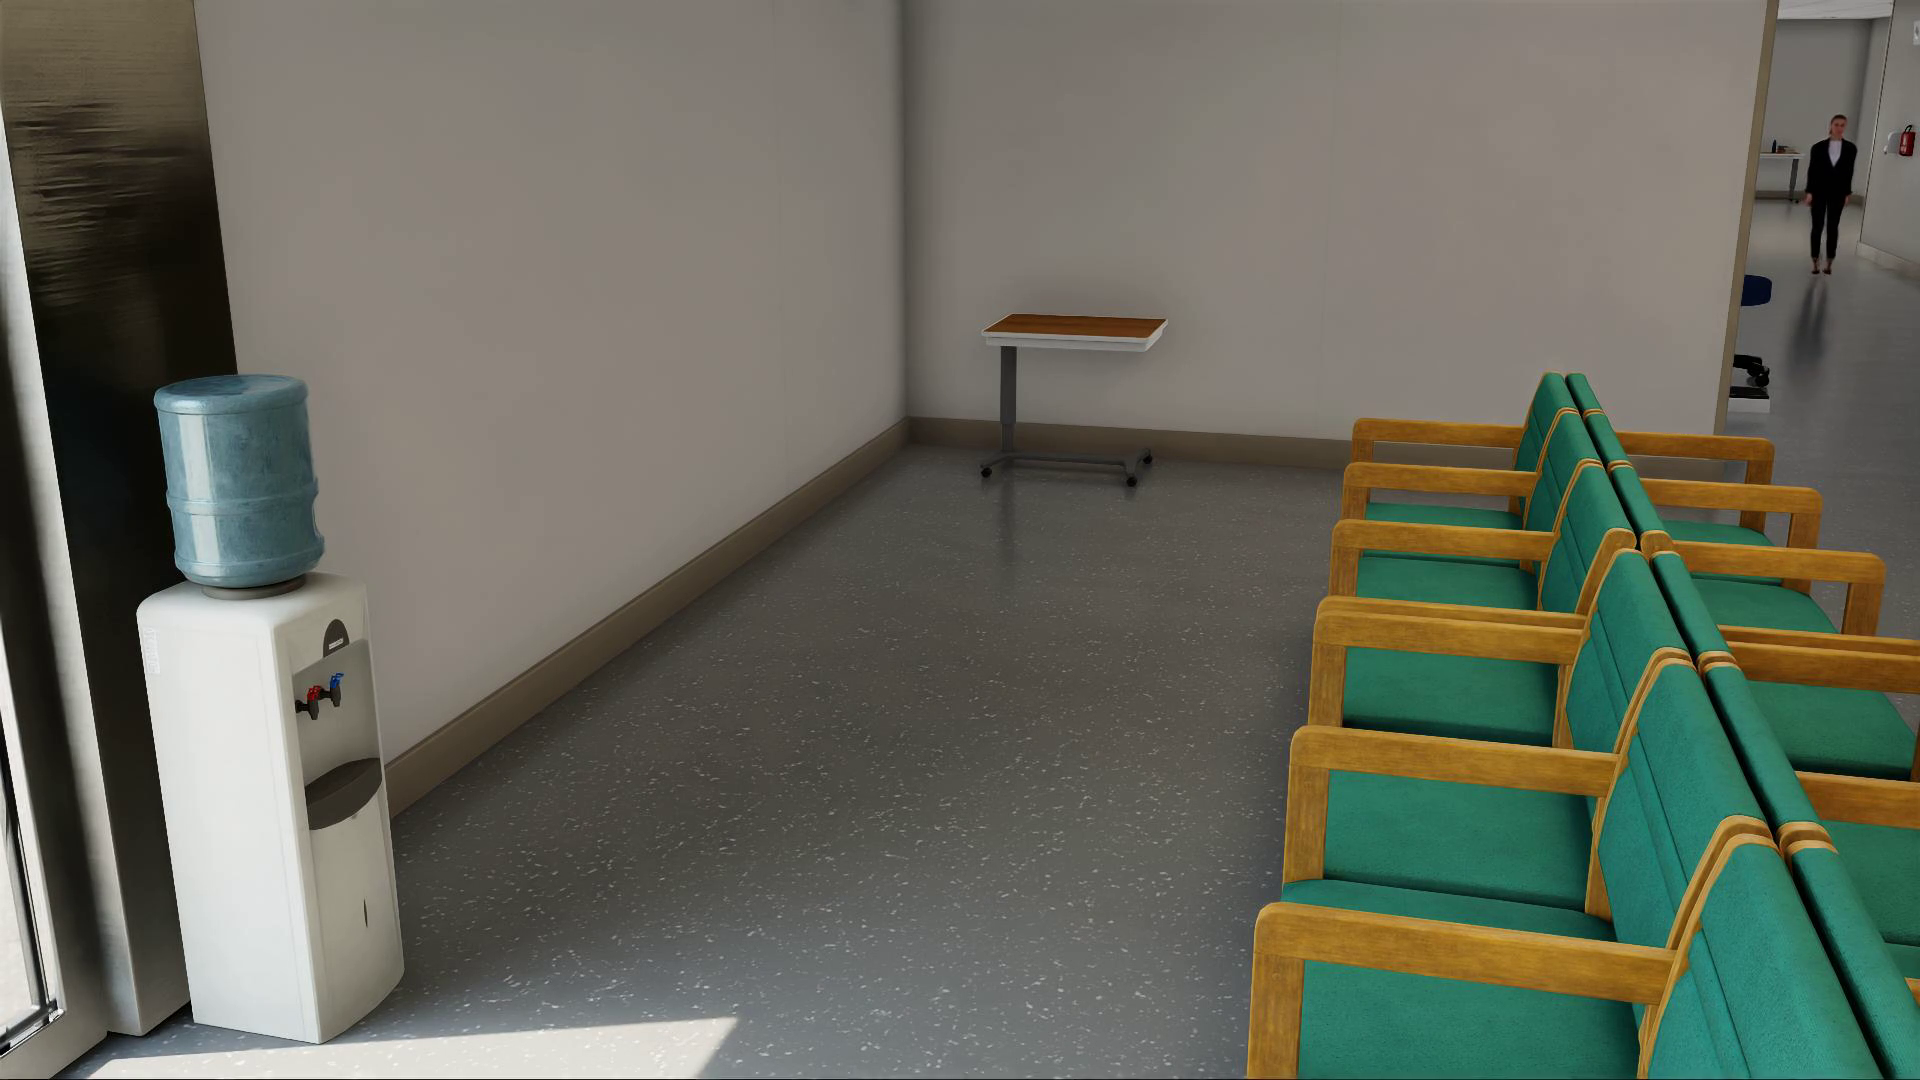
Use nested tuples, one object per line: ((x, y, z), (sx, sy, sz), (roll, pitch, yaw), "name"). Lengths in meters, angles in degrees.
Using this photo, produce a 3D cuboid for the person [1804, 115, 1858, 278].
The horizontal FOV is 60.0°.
((9.264, -3.657, 17.776), (0.922, 1.674, 0.775), (7, 17, 24), "person")
